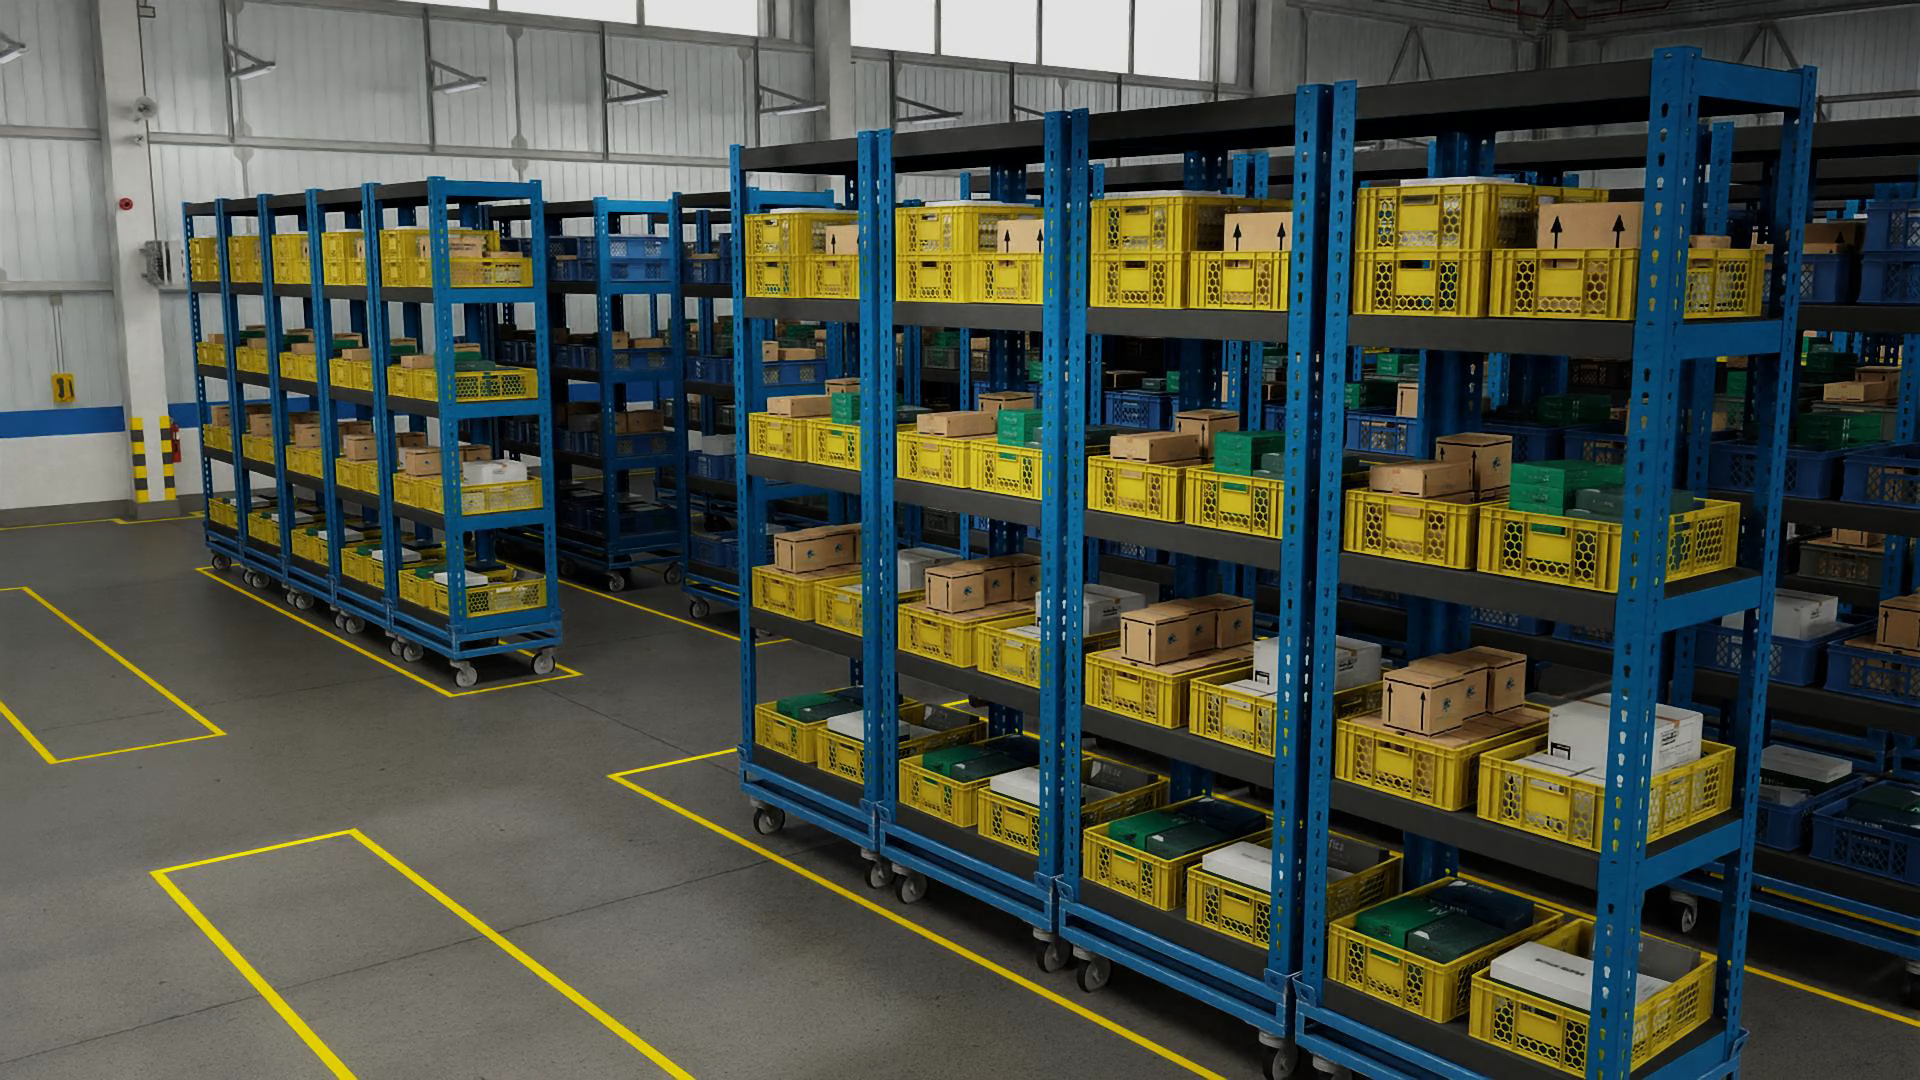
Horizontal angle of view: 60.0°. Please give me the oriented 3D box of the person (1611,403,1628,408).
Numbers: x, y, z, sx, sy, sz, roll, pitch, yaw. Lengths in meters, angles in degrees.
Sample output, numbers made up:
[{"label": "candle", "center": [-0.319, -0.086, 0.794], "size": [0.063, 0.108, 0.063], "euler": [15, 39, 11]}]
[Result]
[{"label": "person", "center": [7.610, -1.126, 19.531], "size": [0.776, 1.824, 0.576], "euler": [-5, 10, -26]}]
